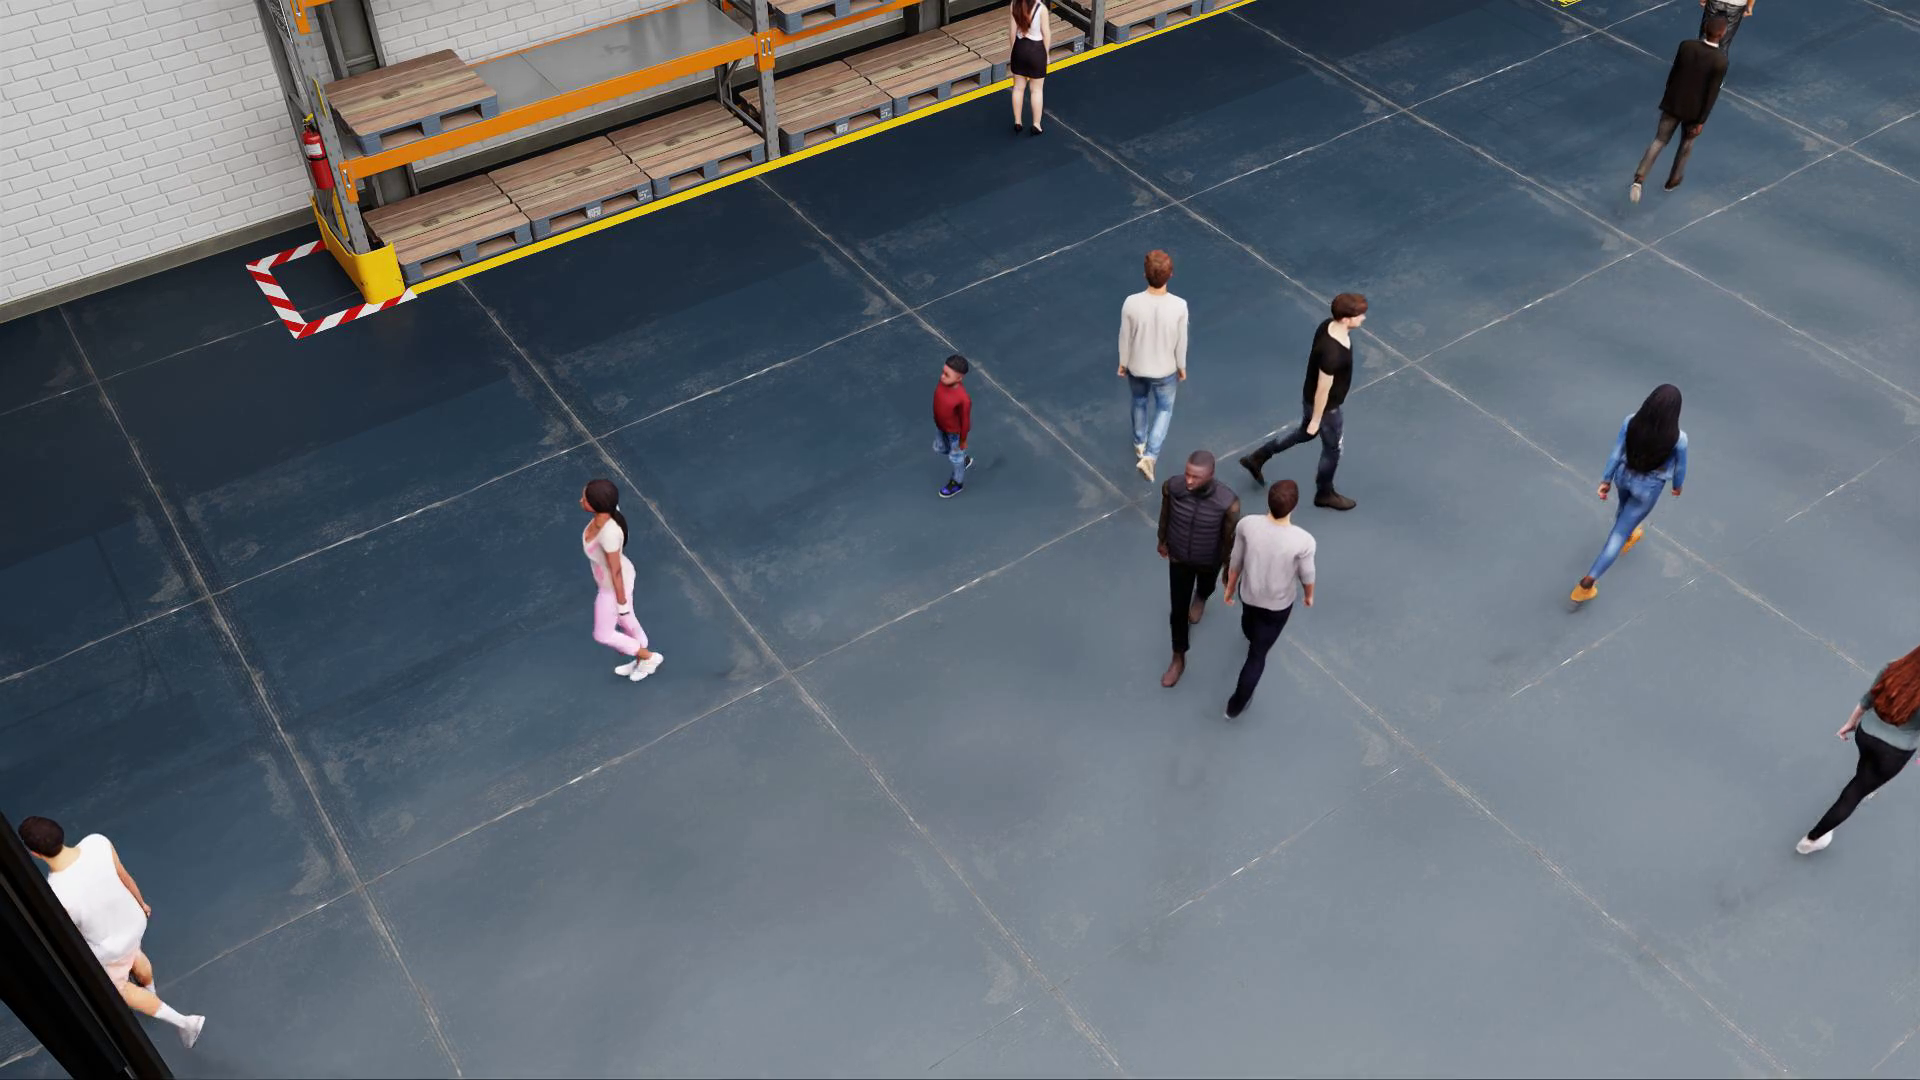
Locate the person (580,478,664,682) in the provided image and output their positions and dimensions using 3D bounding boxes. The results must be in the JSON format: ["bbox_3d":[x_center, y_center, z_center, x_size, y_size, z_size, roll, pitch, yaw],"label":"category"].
[{"bbox_3d":[-2.126,0.280,10.694,0.762,1.729,0.717,-8,44,-8],"label":"person"}]

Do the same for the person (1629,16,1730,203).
[{"bbox_3d":[6.486,-3.846,14.995,0.812,1.769,1.161,33,53,30],"label":"person"}]

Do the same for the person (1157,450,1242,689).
[{"bbox_3d":[1.578,0.056,10.882,1.102,1.795,1.280,16,46,16],"label":"person"}]

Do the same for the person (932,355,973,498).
[{"bbox_3d":[-0.004,-0.874,12.255,0.556,1.247,0.505,-25,49,-24],"label":"person"}]

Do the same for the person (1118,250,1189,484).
[{"bbox_3d":[1.408,-1.233,12.167,1.045,1.888,1.125,9,44,9],"label":"person"}]

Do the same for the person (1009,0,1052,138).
[{"bbox_3d":[0.656,-4.638,15.913,0.639,1.651,0.674,14,45,14],"label":"person"}]

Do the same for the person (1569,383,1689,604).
[{"bbox_3d":[4.549,-0.273,11.327,1.250,1.656,0.717,-32,52,-29],"label":"person"}]

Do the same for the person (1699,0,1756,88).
[{"bbox_3d":[7.625,-5.341,16.535,0.715,1.811,0.665,25,49,24],"label":"person"}]

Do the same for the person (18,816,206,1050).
[{"bbox_3d":[-4.426,2.087,8.771,1.022,1.765,1.029,15,46,15],"label":"person"}]

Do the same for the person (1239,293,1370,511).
[{"bbox_3d":[2.511,-1.009,11.943,1.201,1.872,1.114,5,44,5],"label":"person"}]

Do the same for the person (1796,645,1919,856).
[{"bbox_3d":[5.323,1.246,9.704,1.114,1.697,0.641,-24,49,-23],"label":"person"}]

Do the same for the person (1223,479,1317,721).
[{"bbox_3d":[1.892,0.419,10.499,0.996,1.796,1.256,22,48,22],"label":"person"}]
